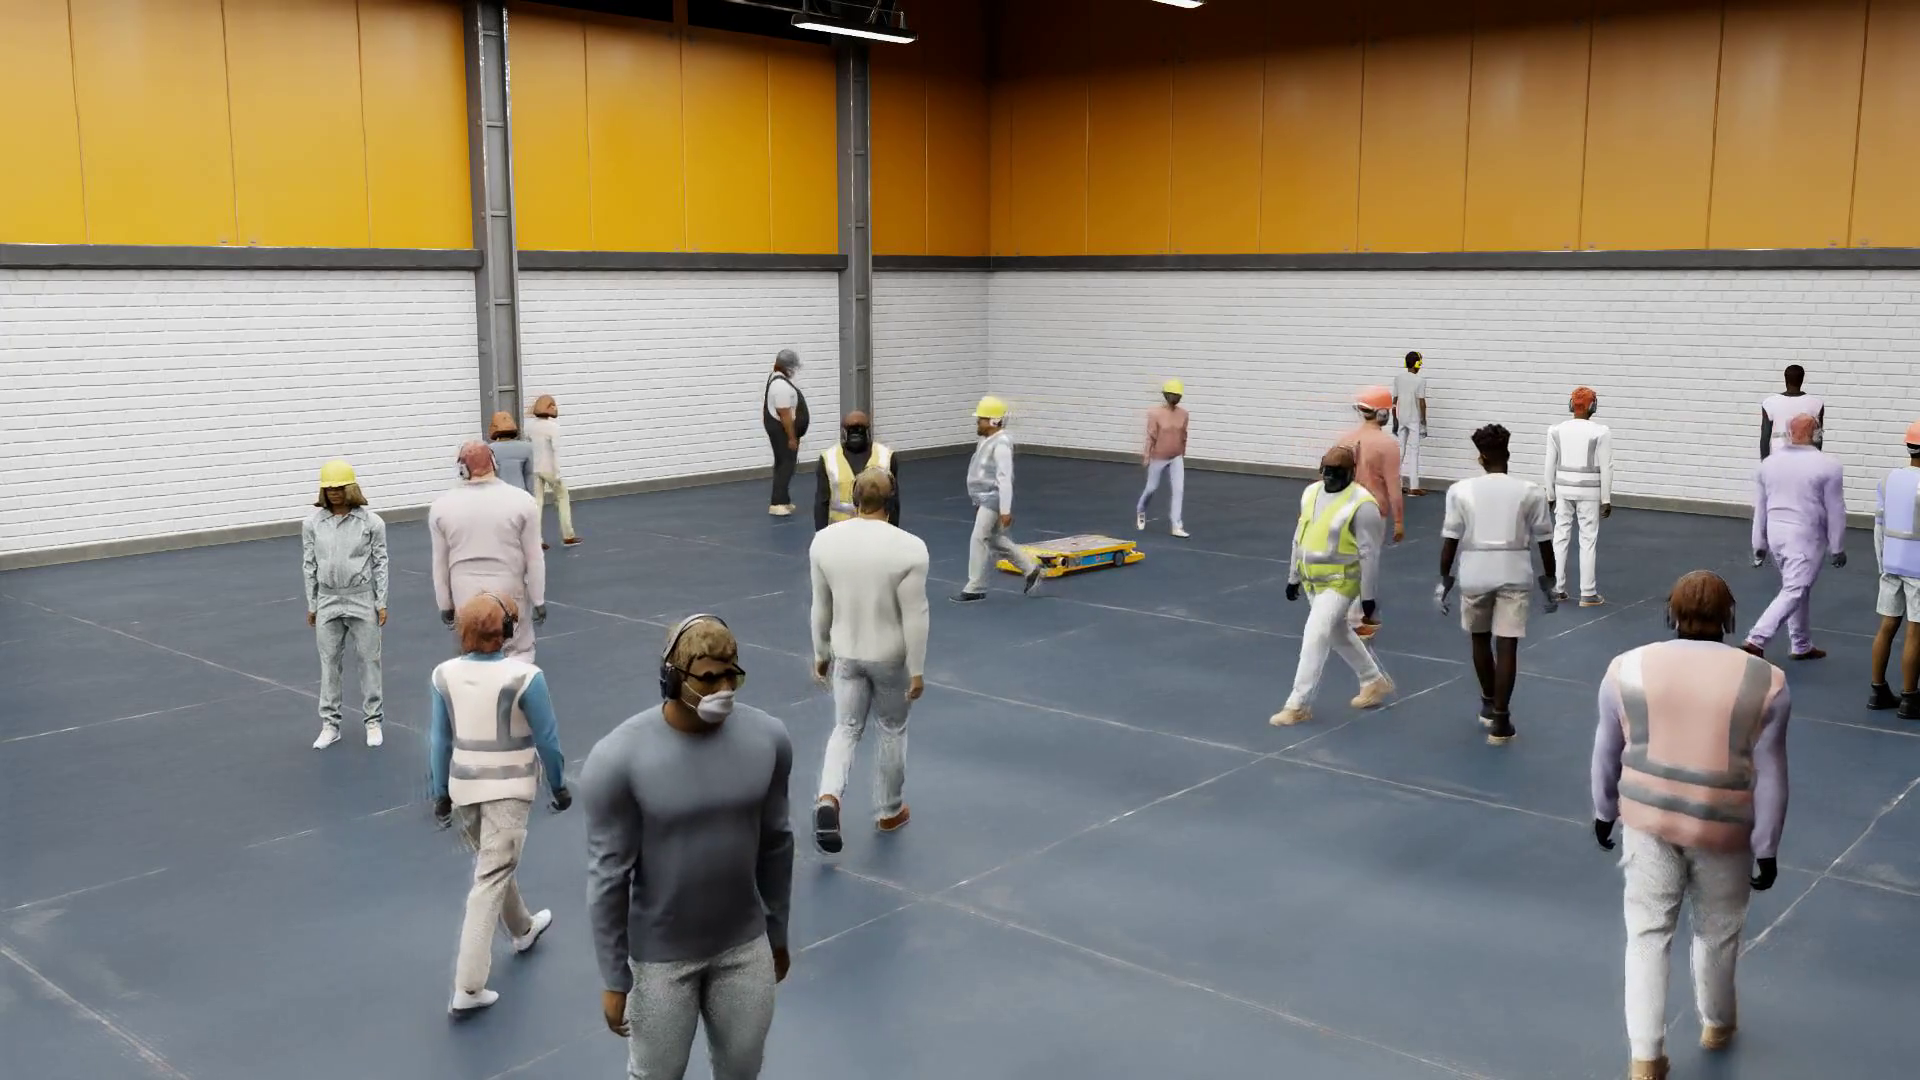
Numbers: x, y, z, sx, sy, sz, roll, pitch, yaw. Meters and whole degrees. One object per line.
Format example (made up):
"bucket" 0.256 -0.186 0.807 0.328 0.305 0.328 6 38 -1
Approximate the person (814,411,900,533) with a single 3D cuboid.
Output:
"person" -0.769 -0.050 12.462 0.644 1.828 0.530 -1 9 -4

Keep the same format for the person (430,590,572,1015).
"person" -1.827 0.996 6.586 0.508 1.594 0.875 3 10 20

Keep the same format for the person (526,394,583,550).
"person" -4.213 -0.705 17.247 0.506 1.606 0.709 5 10 27

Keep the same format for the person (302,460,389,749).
"person" -3.675 0.385 9.970 0.487 1.744 0.313 -1 9 -7

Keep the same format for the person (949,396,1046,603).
"person" 0.332 -0.353 14.410 0.818 1.809 0.596 -1 9 -8

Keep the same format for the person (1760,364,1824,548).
"person" 8.581 -0.853 17.204 0.593 1.918 0.391 3 10 18

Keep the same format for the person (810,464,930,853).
"person" -0.462 0.585 8.186 0.636 1.914 0.798 3 10 18

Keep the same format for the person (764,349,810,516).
"person" -2.041 -1.313 19.701 0.534 2.000 0.771 -2 9 -14

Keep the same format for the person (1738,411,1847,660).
"person" 5.995 0.003 11.994 0.953 1.864 0.630 -3 10 -20

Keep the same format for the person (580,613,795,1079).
"person" -0.738 1.144 4.671 0.635 1.927 0.380 -6 11 -33

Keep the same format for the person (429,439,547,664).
"person" -2.777 0.343 9.813 0.660 1.875 0.546 0 9 0

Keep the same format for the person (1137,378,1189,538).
"person" 2.217 -0.917 18.162 0.542 1.731 0.789 -4 10 -22

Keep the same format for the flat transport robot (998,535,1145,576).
"flat transport robot" 1.094 0.138 16.129 1.431 0.197 0.652 -9 13 -44

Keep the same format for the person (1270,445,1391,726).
"person" 2.420 0.269 10.599 0.960 1.789 0.625 -4 10 -23

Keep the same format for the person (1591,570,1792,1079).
"person" 2.593 0.996 5.928 0.652 1.807 0.791 6 11 31

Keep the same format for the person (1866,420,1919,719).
"person" 6.120 0.178 10.660 0.356 1.937 0.552 -2 9 -14

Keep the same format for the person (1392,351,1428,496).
"person" 5.794 -1.496 21.408 0.331 1.865 0.519 -7 12 -39

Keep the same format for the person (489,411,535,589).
"person" -4.024 -0.329 14.801 0.497 1.633 0.288 -7 11 -36

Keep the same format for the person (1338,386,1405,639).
"person" 3.236 -0.213 12.980 0.702 1.973 0.649 -5 10 -30

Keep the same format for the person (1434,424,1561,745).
"person" 3.320 0.252 10.241 0.734 1.912 0.765 3 10 19

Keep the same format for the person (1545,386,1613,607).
"person" 5.312 -0.373 14.284 0.573 1.887 0.355 8 12 42
